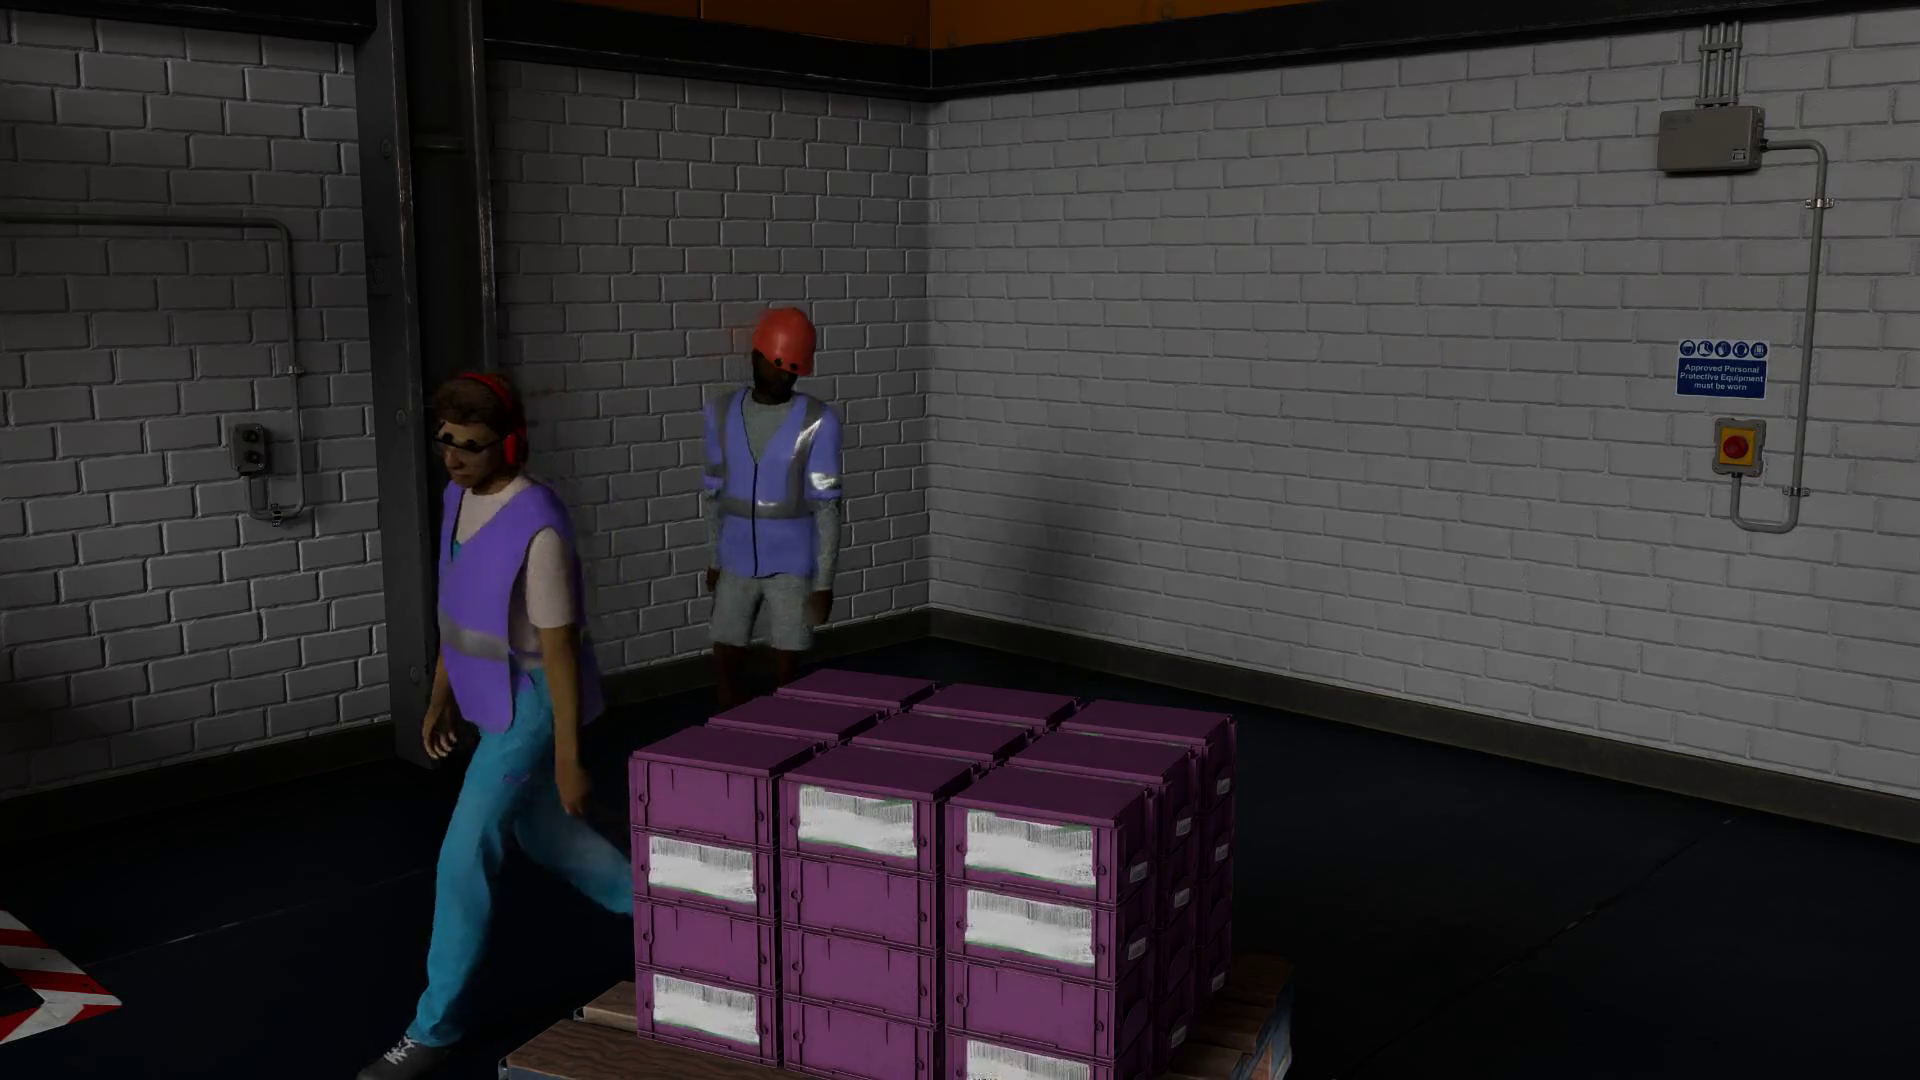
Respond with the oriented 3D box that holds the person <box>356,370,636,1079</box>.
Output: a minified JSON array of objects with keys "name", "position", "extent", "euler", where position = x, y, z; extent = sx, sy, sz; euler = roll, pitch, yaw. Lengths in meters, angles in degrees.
[{"name":"person","position":[-1.073,0.449,4.230],"extent":[0.910,1.789,0.628],"euler":[-5,11,-30]}]

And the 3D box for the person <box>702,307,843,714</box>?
[{"name":"person","position":[-0.741,0.082,6.178],"extent":[0.676,1.887,0.485],"euler":[3,10,17]}]
